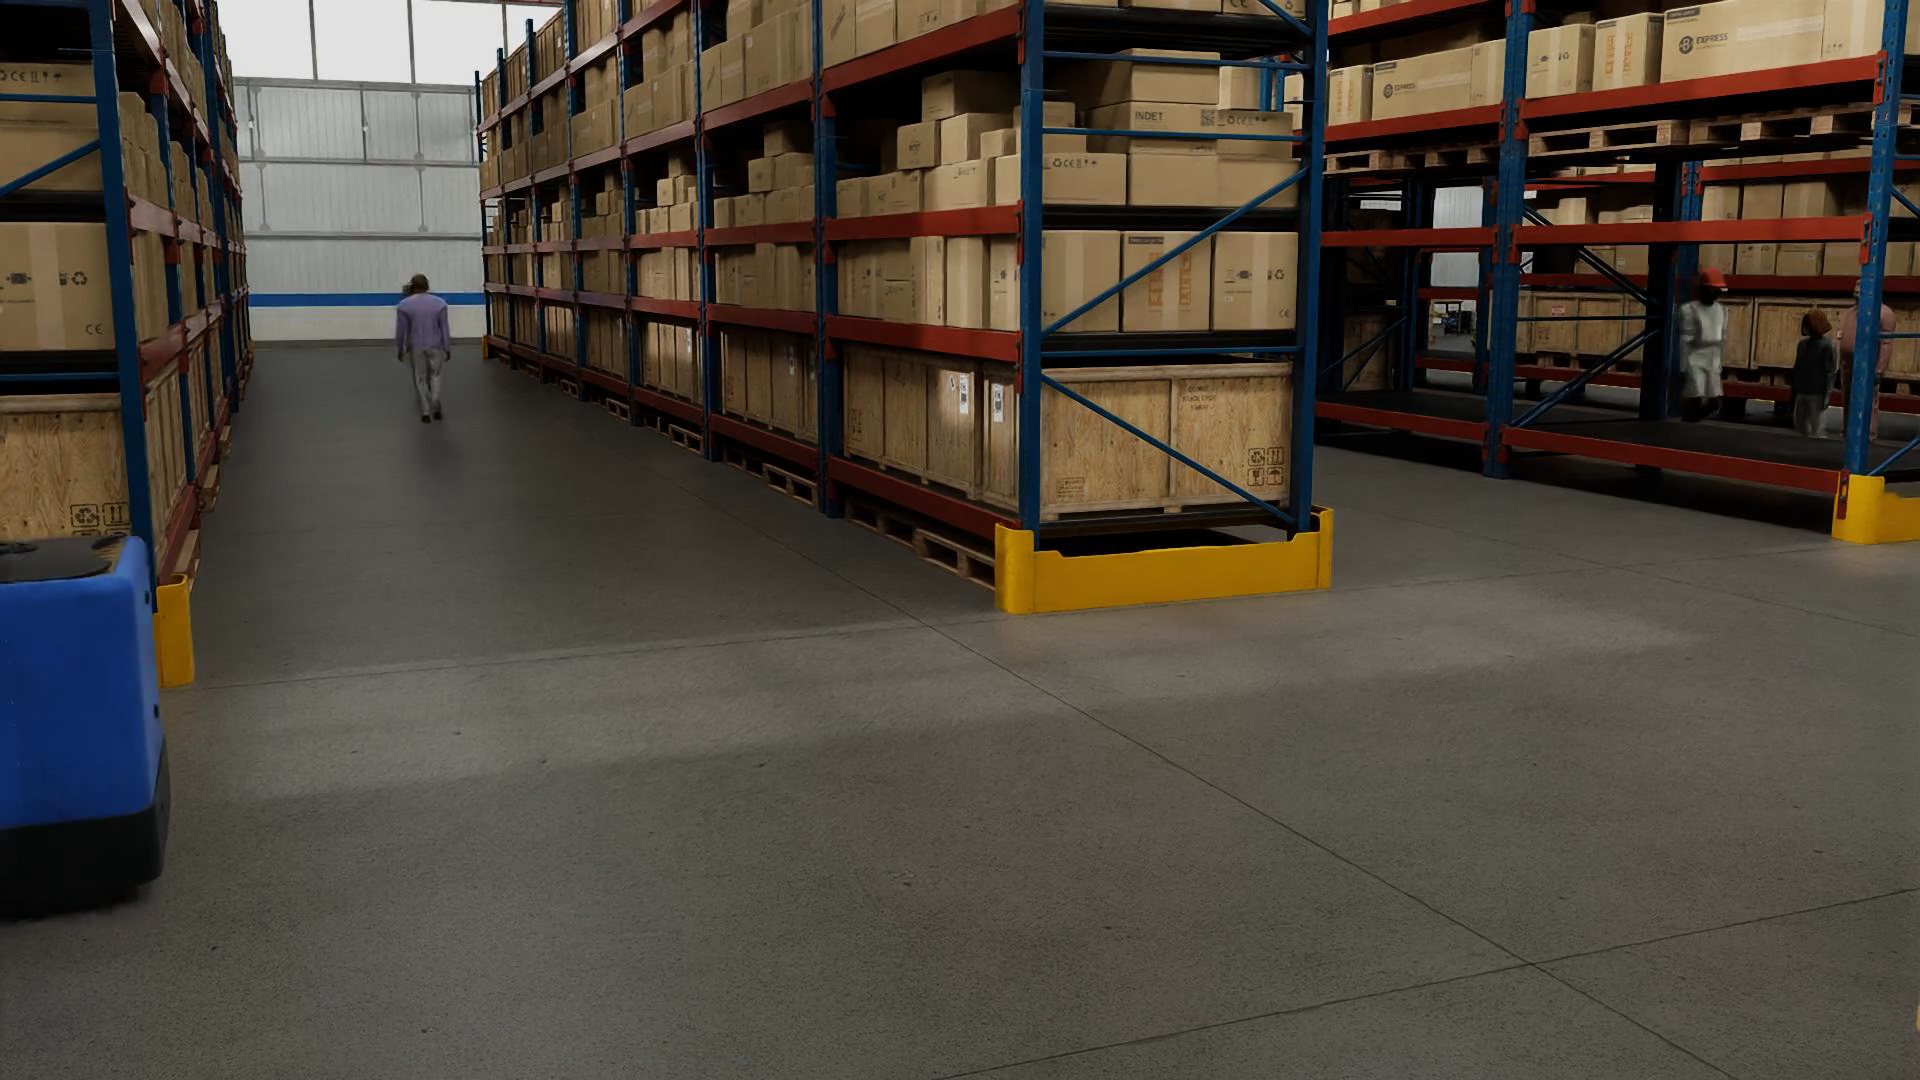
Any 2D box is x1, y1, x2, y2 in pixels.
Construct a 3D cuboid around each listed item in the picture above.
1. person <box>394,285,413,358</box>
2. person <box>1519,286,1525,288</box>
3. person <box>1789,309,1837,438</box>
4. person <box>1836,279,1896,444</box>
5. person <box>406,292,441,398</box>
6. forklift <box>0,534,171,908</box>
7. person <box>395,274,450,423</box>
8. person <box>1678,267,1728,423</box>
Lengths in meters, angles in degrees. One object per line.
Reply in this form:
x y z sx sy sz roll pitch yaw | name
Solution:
-11.827 -4.734 36.038 0.822 1.605 0.524 -3 10 -18 | person
9.885 -3.607 29.131 0.530 1.664 0.859 -4 10 -24 | person
8.046 -1.359 15.732 0.277 1.631 0.506 -2 10 -11 | person
9.709 -1.862 17.948 0.406 1.902 0.636 -2 10 -14 | person
-8.146 -2.991 25.296 0.492 1.710 0.842 -4 10 -24 | person
-3.645 -0.233 5.256 1.873 2.768 1.129 -4 10 -23 | forklift
-7.014 -2.496 21.690 0.658 1.913 0.805 -4 10 -24 | person
7.758 -1.842 17.471 0.617 2.029 0.558 -3 10 -17 | person
